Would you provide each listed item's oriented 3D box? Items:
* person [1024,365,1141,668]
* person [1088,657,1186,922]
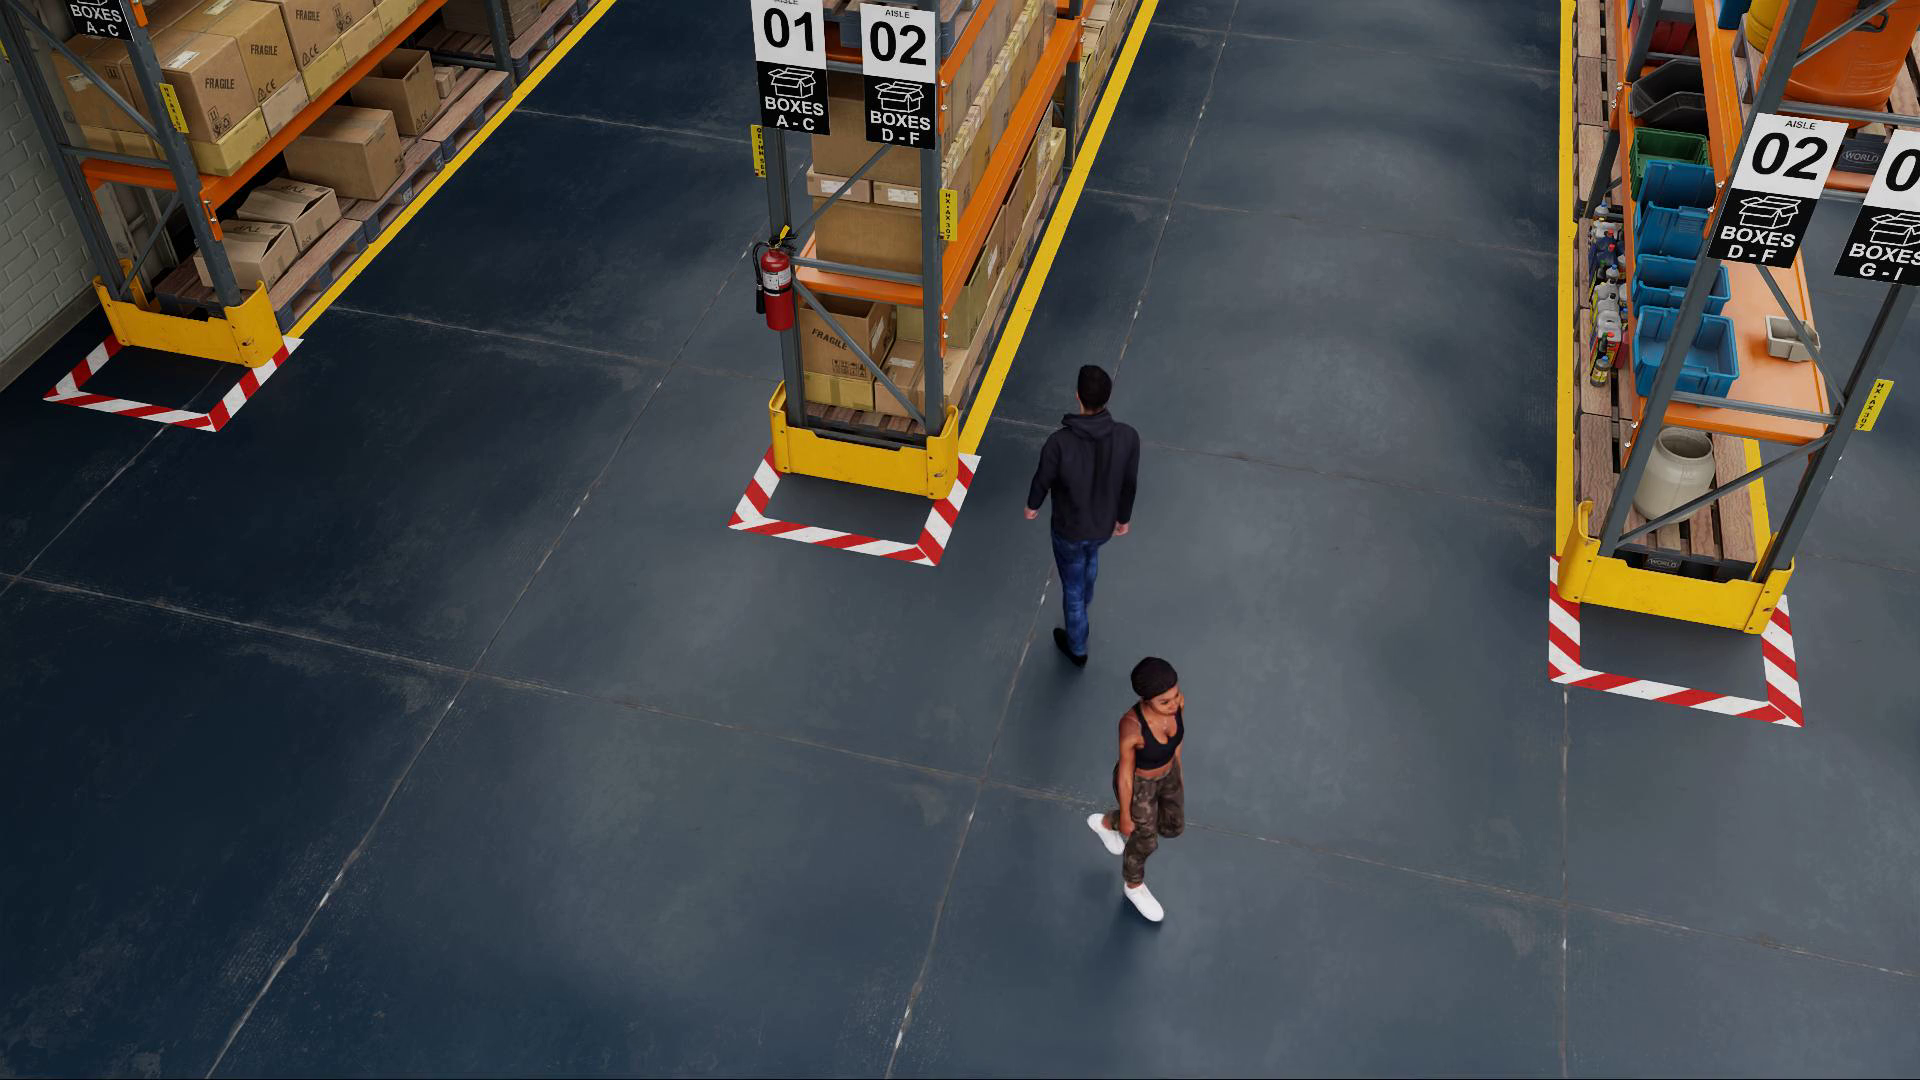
[{"bbox_3d":[0.699,-0.030,8.910,0.926,1.861,0.999,-15,45,-15],"label":"person"},{"bbox_3d":[0.819,1.111,7.816,0.848,1.687,0.868,-32,52,-30],"label":"person"}]
